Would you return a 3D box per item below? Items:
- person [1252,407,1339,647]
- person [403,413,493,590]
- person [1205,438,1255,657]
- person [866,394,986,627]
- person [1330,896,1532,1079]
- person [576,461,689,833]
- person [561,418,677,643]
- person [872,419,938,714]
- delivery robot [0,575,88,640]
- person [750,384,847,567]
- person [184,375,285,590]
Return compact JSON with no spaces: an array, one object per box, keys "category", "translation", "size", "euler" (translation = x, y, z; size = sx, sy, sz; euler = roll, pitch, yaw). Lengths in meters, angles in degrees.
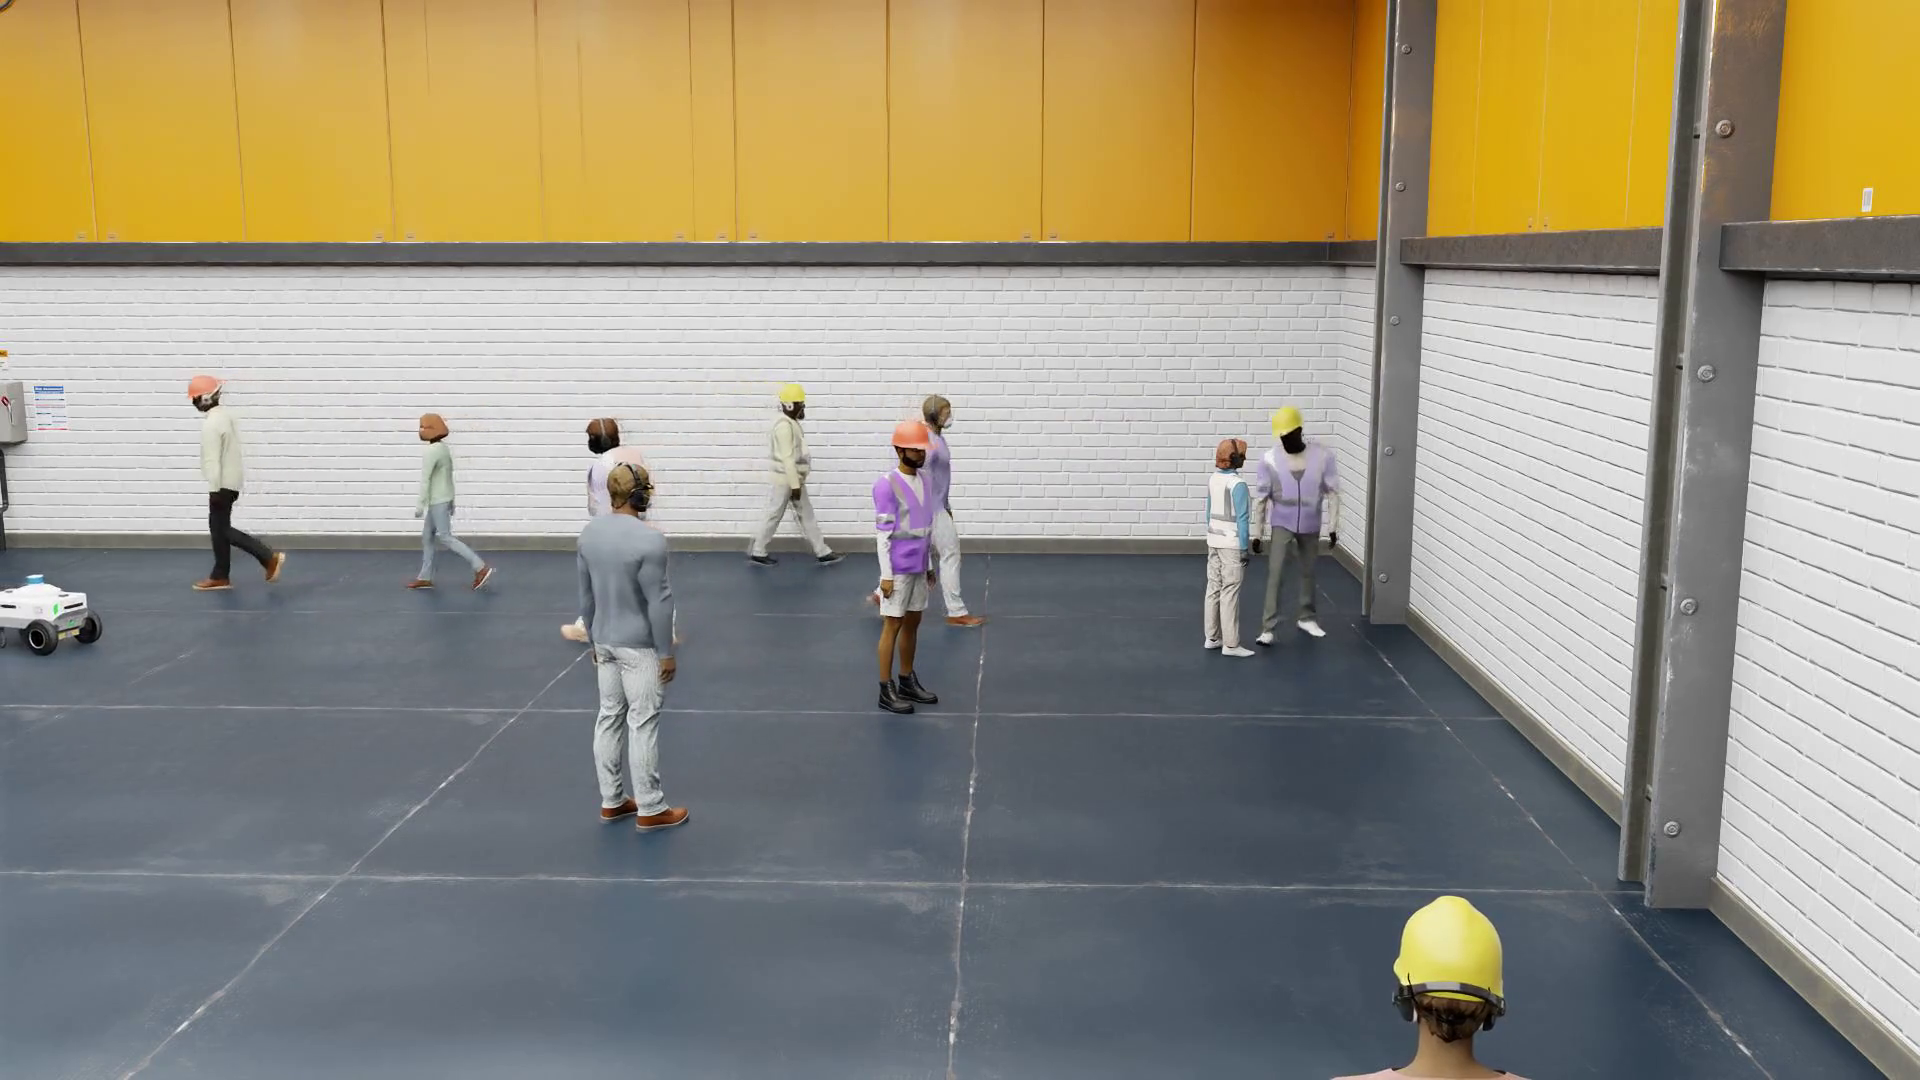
[{"category":"person","translation":[2.587,-0.111,12.861],"size":[0.650,1.847,0.848],"euler":[1,10,5]},{"category":"person","translation":[-4.617,-0.340,14.914],"size":[0.781,1.604,0.511],"euler":[-1,10,-3]},{"category":"person","translation":[2.014,0.055,12.493],"size":[0.310,1.639,0.514],"euler":[-4,10,-21]},{"category":"person","translation":[-0.298,-0.235,13.425],"size":[0.942,1.907,0.632],"euler":[0,10,1]},{"category":"person","translation":[0.931,1.563,3.291],"size":[0.533,1.767,0.326],"euler":[0,10,1]},{"category":"person","translation":[-1.723,0.555,8.691],"size":[0.628,1.940,0.377],"euler":[8,12,38]},{"category":"person","translation":[-2.620,-0.053,12.739],"size":[1.013,1.782,0.636],"euler":[5,11,28]},{"category":"person","translation":[-0.330,0.165,10.976],"size":[0.378,1.936,0.548],"euler":[7,12,34]},{"category":"delivery robot","translation":[-7.049,0.512,12.714],"size":[0.707,0.478,0.477],"euler":[3,10,18]},{"category":"person","translation":[-1.607,-0.608,15.957],"size":[0.948,1.782,0.612],"euler":[1,10,4]},{"category":"person","translation":[-6.495,-0.506,14.852],"size":[0.757,1.963,0.636],"euler":[-2,10,-10]}]
